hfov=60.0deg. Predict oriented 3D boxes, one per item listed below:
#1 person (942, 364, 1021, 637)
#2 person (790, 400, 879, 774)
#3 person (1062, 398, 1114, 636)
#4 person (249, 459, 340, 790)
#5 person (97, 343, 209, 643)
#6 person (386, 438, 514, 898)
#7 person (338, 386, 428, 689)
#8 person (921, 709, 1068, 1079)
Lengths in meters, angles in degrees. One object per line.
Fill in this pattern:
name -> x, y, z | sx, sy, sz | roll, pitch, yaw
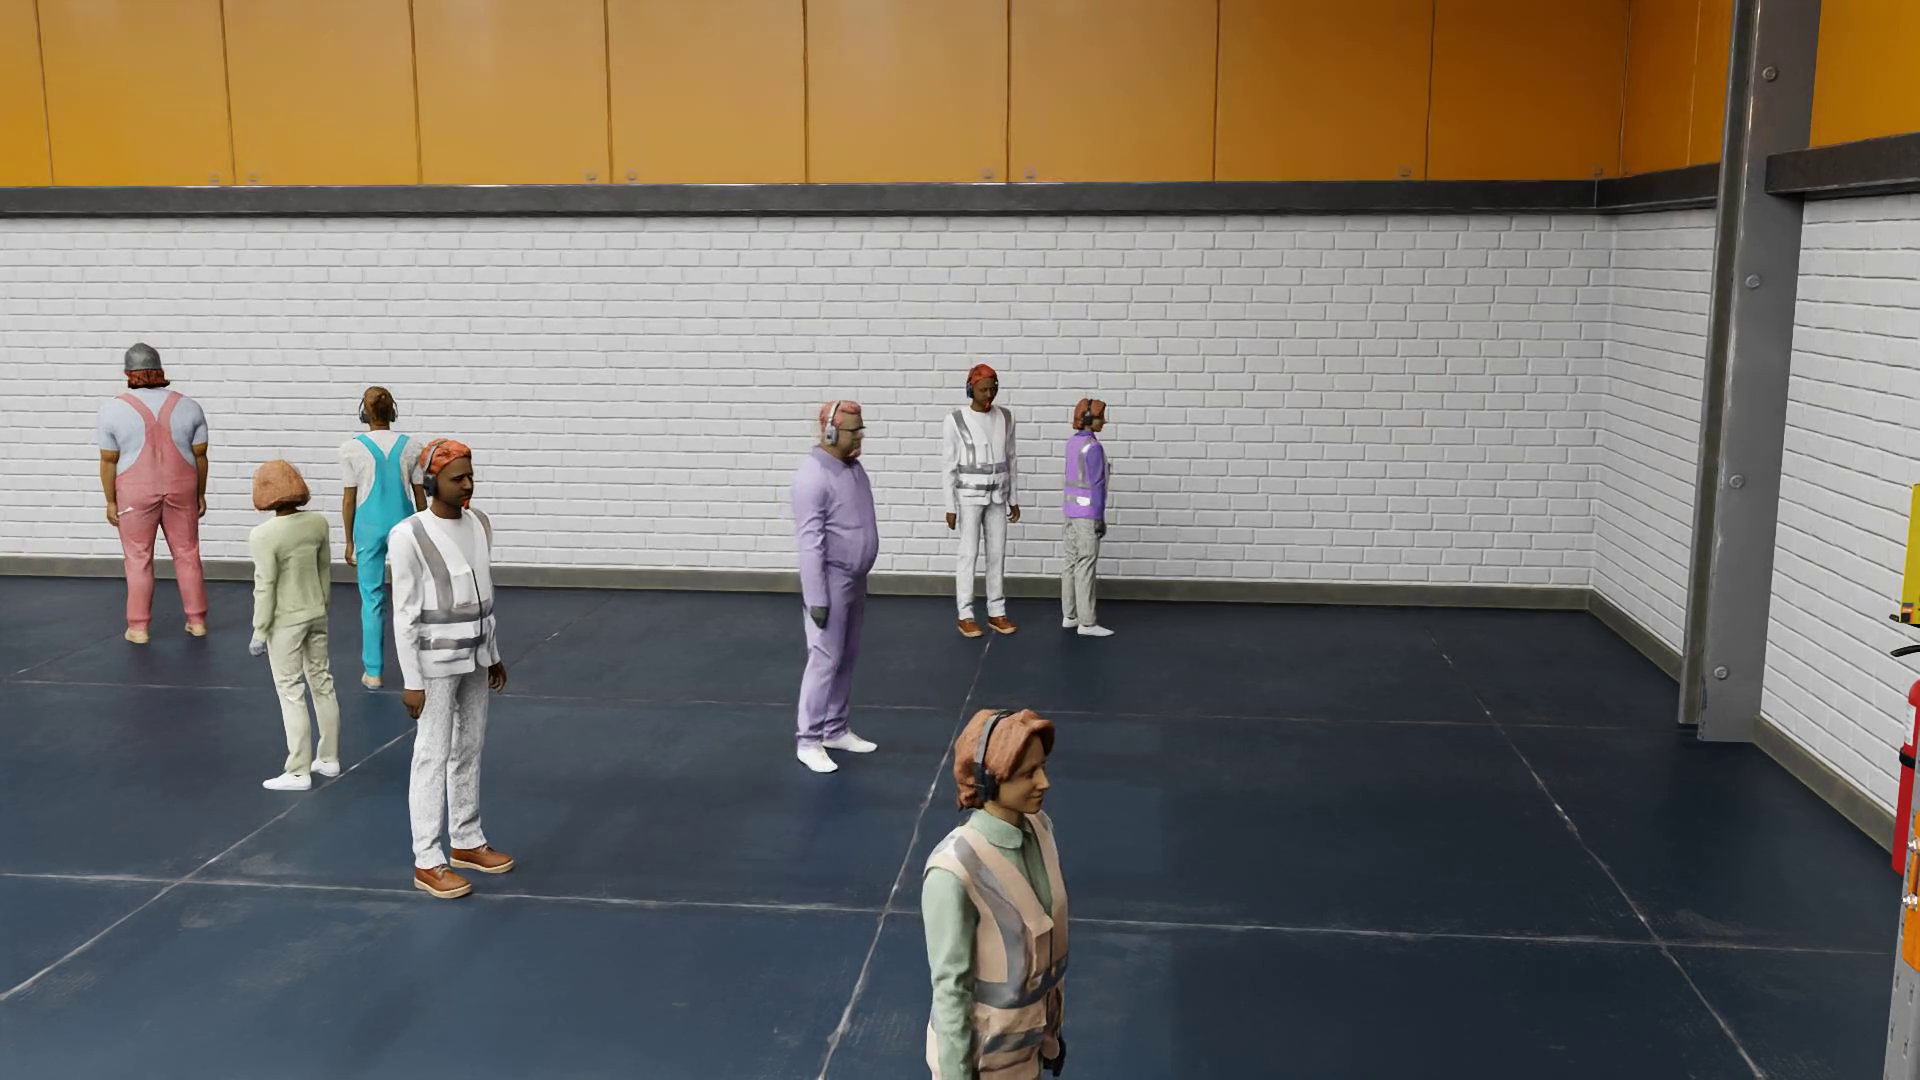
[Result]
person -> 0.149, -0.269, 11.430 | 0.585, 1.879, 0.367 | -6, 12, -31
person -> -0.619, 0.227, 8.544 | 0.401, 1.899, 0.649 | 3, 10, 19
person -> 0.863, -0.158, 11.473 | 0.314, 1.636, 0.515 | -3, 10, -18
person -> -3.289, 0.416, 8.193 | 0.279, 1.634, 0.499 | 4, 11, 20
person -> -5.486, -0.334, 11.324 | 0.683, 2.000, 0.535 | -8, 13, -38
person -> -2.106, 0.517, 6.902 | 0.337, 1.882, 0.585 | 4, 11, 22
person -> -3.480, -0.014, 10.093 | 0.501, 1.838, 0.343 | -6, 12, -33
person -> 0.084, 1.180, 3.796 | 0.311, 1.642, 0.513 | 5, 11, 27
